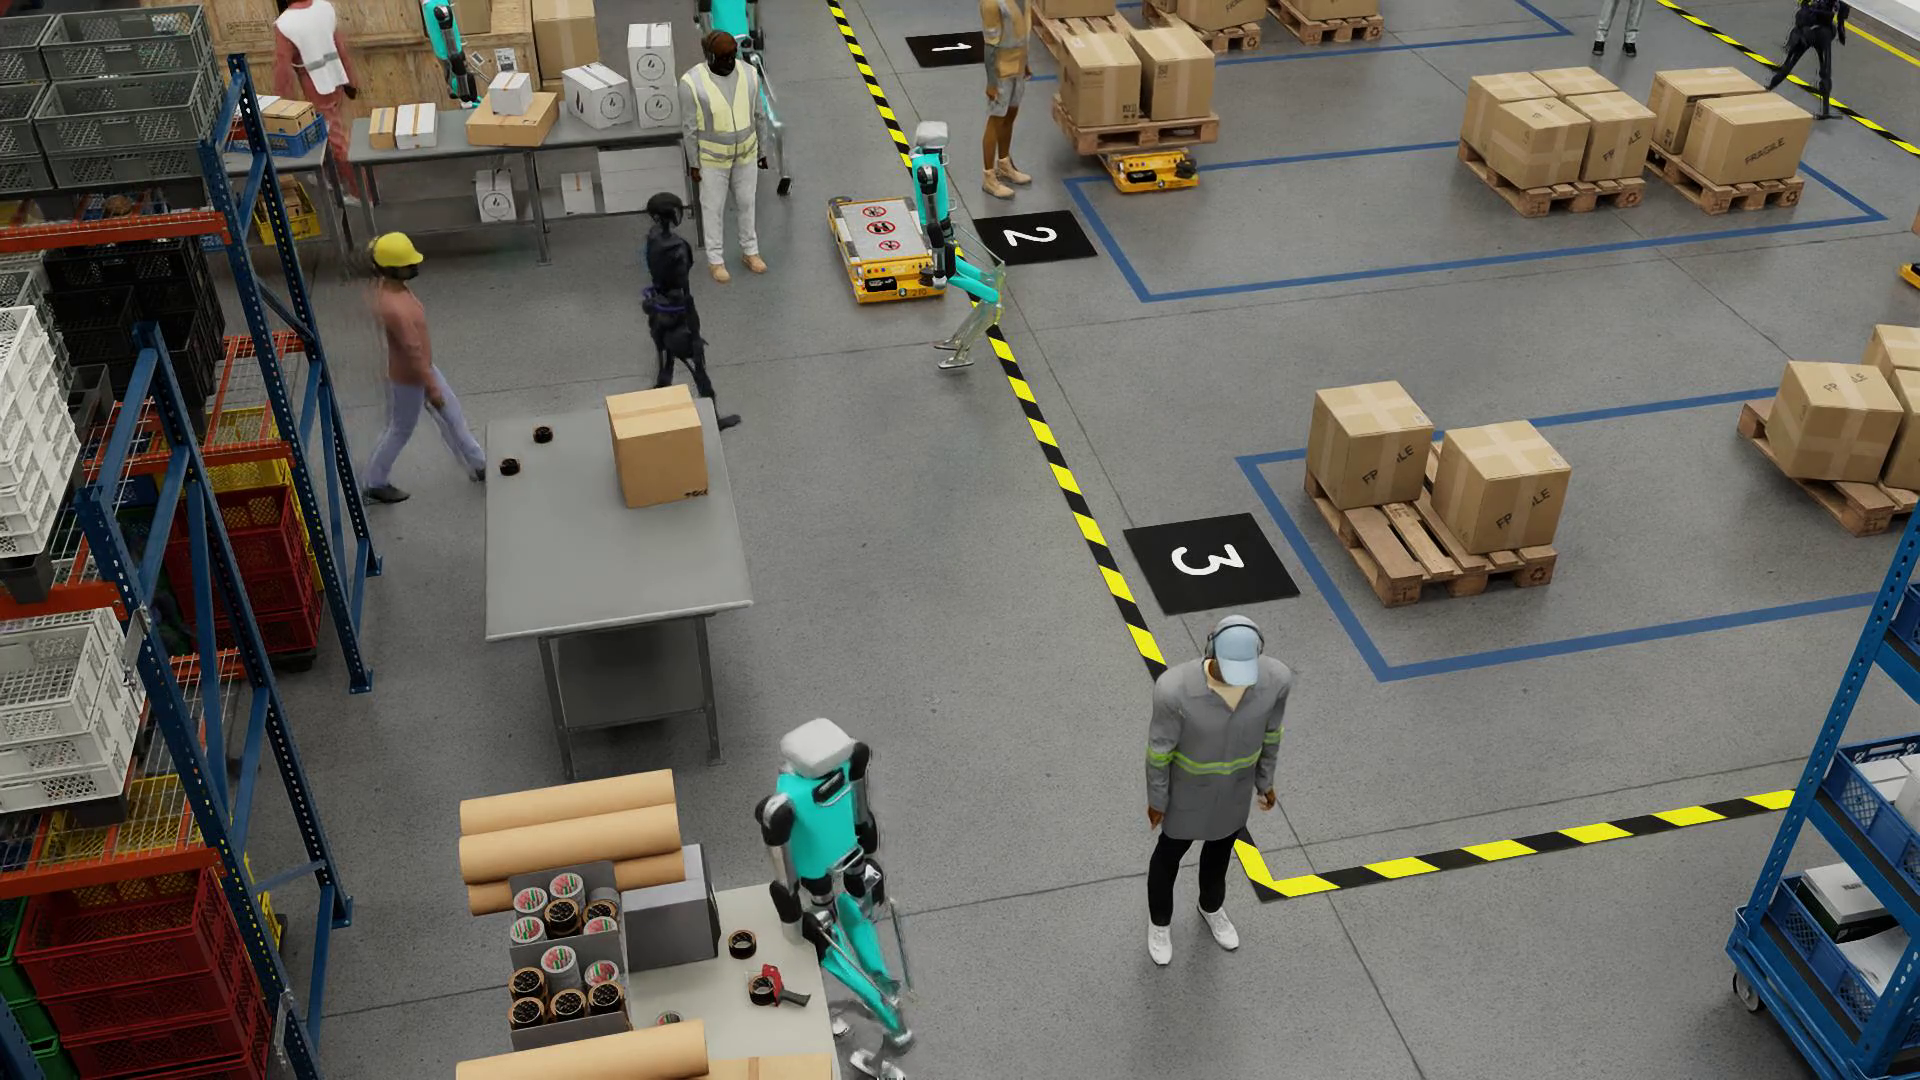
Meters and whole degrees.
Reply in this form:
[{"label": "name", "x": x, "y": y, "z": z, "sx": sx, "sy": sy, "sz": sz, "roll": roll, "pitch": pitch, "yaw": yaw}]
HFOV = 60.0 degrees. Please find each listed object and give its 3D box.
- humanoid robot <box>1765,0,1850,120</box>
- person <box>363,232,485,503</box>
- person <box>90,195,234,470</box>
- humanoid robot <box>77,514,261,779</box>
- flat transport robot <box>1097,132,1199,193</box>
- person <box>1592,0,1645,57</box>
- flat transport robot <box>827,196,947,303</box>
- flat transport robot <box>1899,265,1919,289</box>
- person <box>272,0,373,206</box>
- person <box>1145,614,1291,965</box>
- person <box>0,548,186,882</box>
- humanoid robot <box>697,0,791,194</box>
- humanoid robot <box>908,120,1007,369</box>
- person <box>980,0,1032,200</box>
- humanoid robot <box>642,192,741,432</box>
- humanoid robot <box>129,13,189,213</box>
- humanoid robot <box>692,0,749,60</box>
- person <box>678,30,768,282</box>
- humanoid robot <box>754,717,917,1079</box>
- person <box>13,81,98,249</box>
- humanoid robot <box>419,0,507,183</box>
[{"label": "humanoid robot", "x": 7.449, "y": -4.458, "z": 14.407, "sx": 0.611, "sy": 1.618, "sz": 0.815, "roll": -15, "pitch": 39, "yaw": -19}, {"label": "person", "x": -3.186, "y": -0.988, "z": 9.663, "sx": 0.915, "sy": 1.716, "sz": 0.540, "roll": -10, "pitch": 38, "yaw": -13}, {"label": "person", "x": -4.723, "y": -1.170, "z": 9.804, "sx": 0.345, "sy": 1.846, "sz": 0.504, "roll": 25, "pitch": 43, "yaw": 30}, {"label": "humanoid robot", "x": -3.774, "y": 0.520, "z": 7.715, "sx": 0.662, "sy": 1.632, "sz": 0.612, "roll": 1, "pitch": 37, "yaw": 1}, {"label": "flat transport robot", "x": 1.474, "y": -3.333, "z": 14.009, "sx": 0.652, "sy": 0.197, "sz": 1.431, "roll": -8, "pitch": 37, "yaw": -10}, {"label": "person", "x": 6.353, "y": -5.454, "z": 15.581, "sx": 0.588, "sy": 1.823, "sz": 0.403, "roll": 6, "pitch": 37, "yaw": 8}, {"label": "flat transport robot", "x": -0.570, "y": -2.220, "z": 12.538, "sx": 0.659, "sy": 0.231, "sz": 1.431, "roll": -8, "pitch": 37, "yaw": -10}, {"label": "flat transport robot", "x": 7.724, "y": -1.943, "z": 12.141, "sx": 1.431, "sy": 0.197, "sz": 0.652, "roll": -8, "pitch": 37, "yaw": -10}, {"label": "person", "x": -5.074, "y": -3.514, "z": 12.929, "sx": 0.836, "sy": 1.877, "sz": 0.592, "roll": 10, "pitch": 38, "yaw": 13}, {"label": "person", "x": 1.042, "y": 1.027, "z": 6.852, "sx": 0.587, "sy": 1.847, "sz": 0.404, "roll": -8, "pitch": 37, "yaw": -10}, {"label": "person", "x": -3.909, "y": 0.750, "z": 7.098, "sx": 0.959, "sy": 1.991, "sz": 0.609, "roll": 9, "pitch": 38, "yaw": 11}, {"label": "humanoid robot", "x": -1.623, "y": -3.597, "z": 13.175, "sx": 0.547, "sy": 1.772, "sz": 0.939, "roll": -22, "pitch": 42, "yaw": -27}, {"label": "humanoid robot", "x": 0.045, "y": -1.899, "z": 10.762, "sx": 0.735, "sy": 1.677, "sz": 0.533, "roll": -1, "pitch": 37, "yaw": -1}, {"label": "person", "x": 0.399, "y": -3.707, "z": 13.051, "sx": 0.394, "sy": 2.042, "sz": 0.608, "roll": 20, "pitch": 41, "yaw": 24}, {"label": "humanoid robot", "x": -1.781, "y": -1.357, "z": 10.251, "sx": 0.669, "sy": 1.647, "sz": 0.599, "roll": -20, "pitch": 41, "yaw": -25}, {"label": "humanoid robot", "x": -6.023, "y": -3.023, "z": 12.434, "sx": 0.840, "sy": 1.809, "sz": 0.550, "roll": -16, "pitch": 40, "yaw": -20}, {"label": "humanoid robot", "x": -1.993, "y": -4.469, "z": 14.374, "sx": 0.534, "sy": 1.780, "sz": 1.030, "roll": -13, "pitch": 39, "yaw": -17}, {"label": "person", "x": -1.665, "y": -2.763, "z": 11.961, "sx": 0.629, "sy": 1.835, "sz": 0.429, "roll": -18, "pitch": 40, "yaw": -22}, {"label": "humanoid robot", "x": -0.373, "y": 1.485, "z": 6.332, "sx": 0.903, "sy": 1.768, "sz": 0.534, "roll": 24, "pitch": 43, "yaw": 29}, {"label": "person", "x": -6.007, "y": -2.150, "z": 11.112, "sx": 0.503, "sy": 1.852, "sz": 0.527, "roll": -7, "pitch": 37, "yaw": -9}, {"label": "humanoid robot", "x": -3.808, "y": -3.651, "z": 13.181, "sx": 0.689, "sy": 1.742, "sz": 0.530, "roll": -18, "pitch": 40, "yaw": -23}]
